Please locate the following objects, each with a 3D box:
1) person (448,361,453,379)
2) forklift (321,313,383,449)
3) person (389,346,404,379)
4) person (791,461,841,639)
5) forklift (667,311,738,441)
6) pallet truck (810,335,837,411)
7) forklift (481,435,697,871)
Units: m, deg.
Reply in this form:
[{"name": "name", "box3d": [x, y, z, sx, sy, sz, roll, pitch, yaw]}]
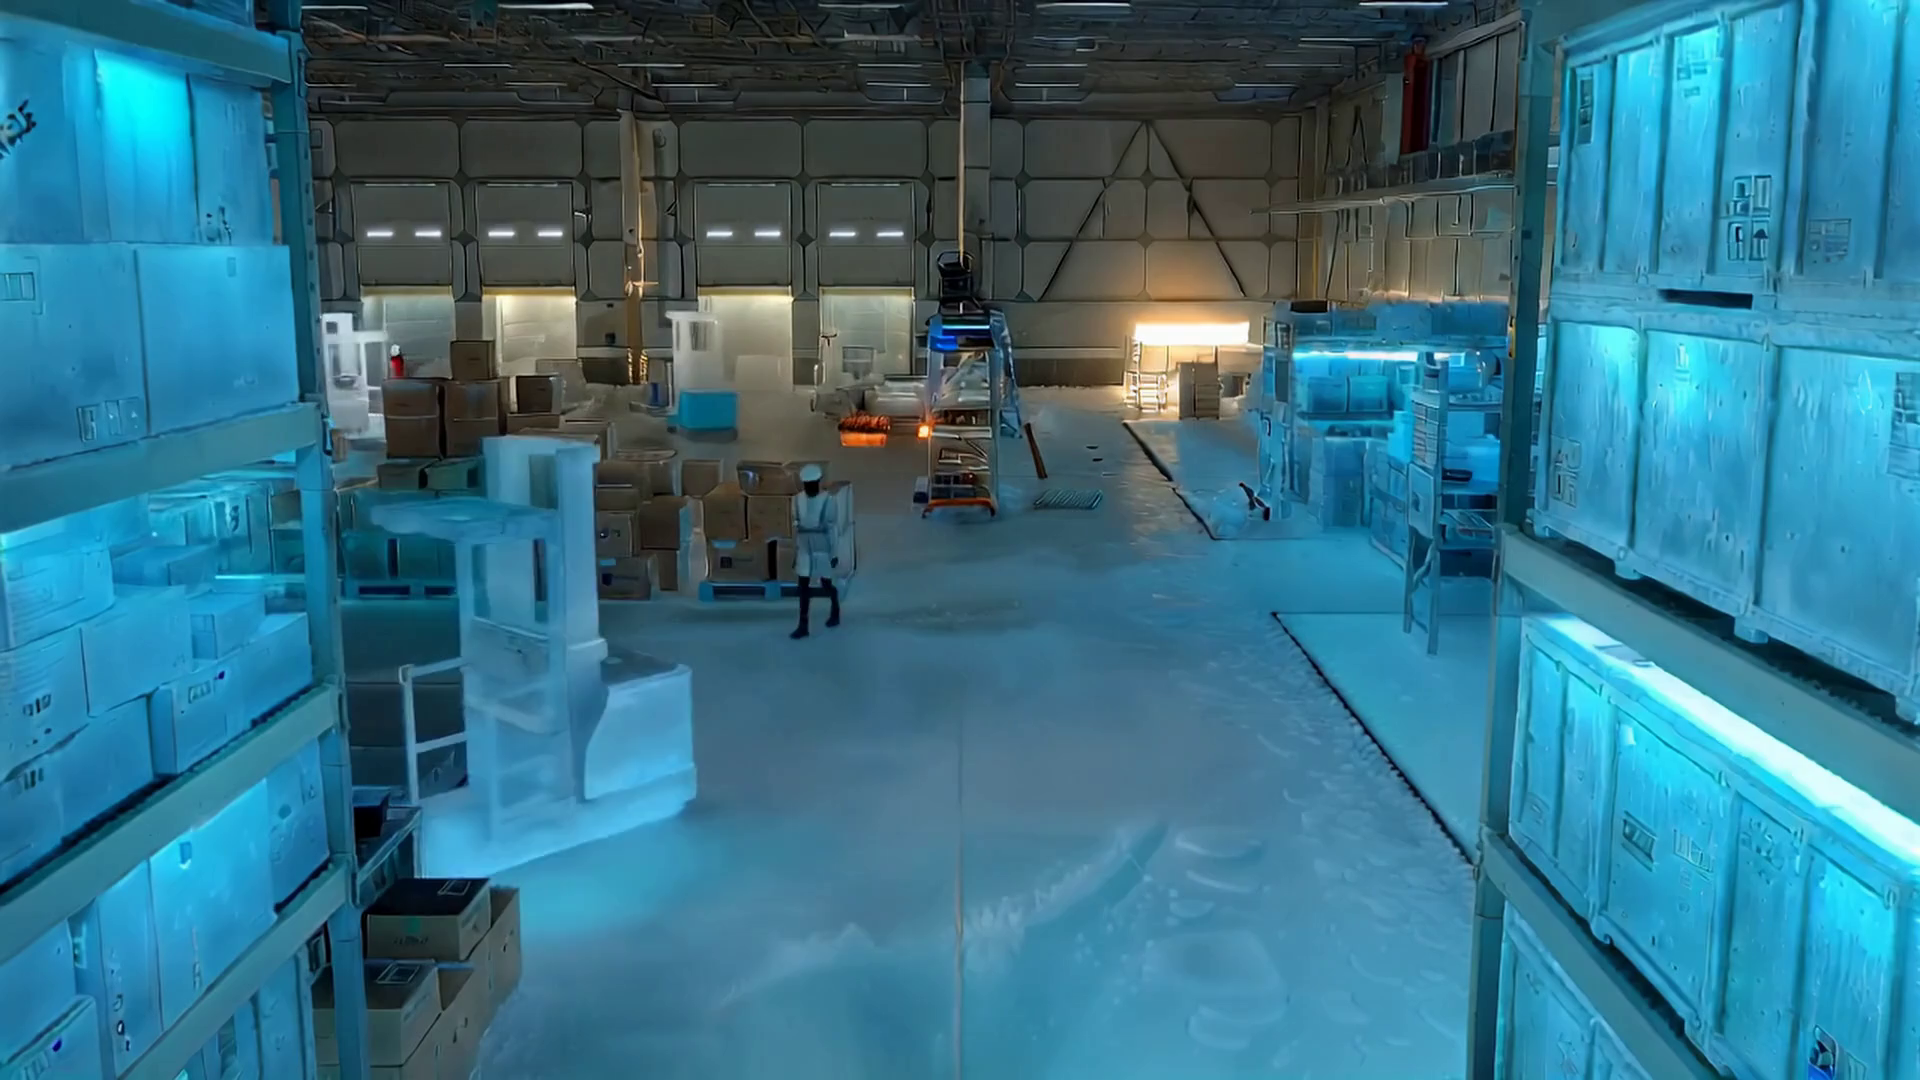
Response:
[{"name": "person", "box3d": [-11.545, -3.431, 38.220, 0.372, 1.936, 0.629, 1, 10, 4]}, {"name": "forklift", "box3d": [-13.290, -3.411, 35.384, 1.873, 2.768, 1.129, 4, 10, 20]}, {"name": "person", "box3d": [-14.729, -4.243, 43.641, 0.492, 1.684, 0.537, 3, 10, 15]}, {"name": "person", "box3d": [-1.550, 0.078, 18.075, 0.555, 1.909, 0.863, 4, 11, 22]}, {"name": "forklift", "box3d": [-5.744, -3.686, 36.967, 1.129, 2.768, 1.873, -5, 11, -25]}, {"name": "pallet truck", "box3d": [-3.021, -4.312, 43.126, 1.885, 1.965, 0.823, 3, 10, 17]}, {"name": "forklift", "box3d": [-2.934, 0.663, 11.878, 1.129, 2.768, 1.873, 8, 13, 39]}]
